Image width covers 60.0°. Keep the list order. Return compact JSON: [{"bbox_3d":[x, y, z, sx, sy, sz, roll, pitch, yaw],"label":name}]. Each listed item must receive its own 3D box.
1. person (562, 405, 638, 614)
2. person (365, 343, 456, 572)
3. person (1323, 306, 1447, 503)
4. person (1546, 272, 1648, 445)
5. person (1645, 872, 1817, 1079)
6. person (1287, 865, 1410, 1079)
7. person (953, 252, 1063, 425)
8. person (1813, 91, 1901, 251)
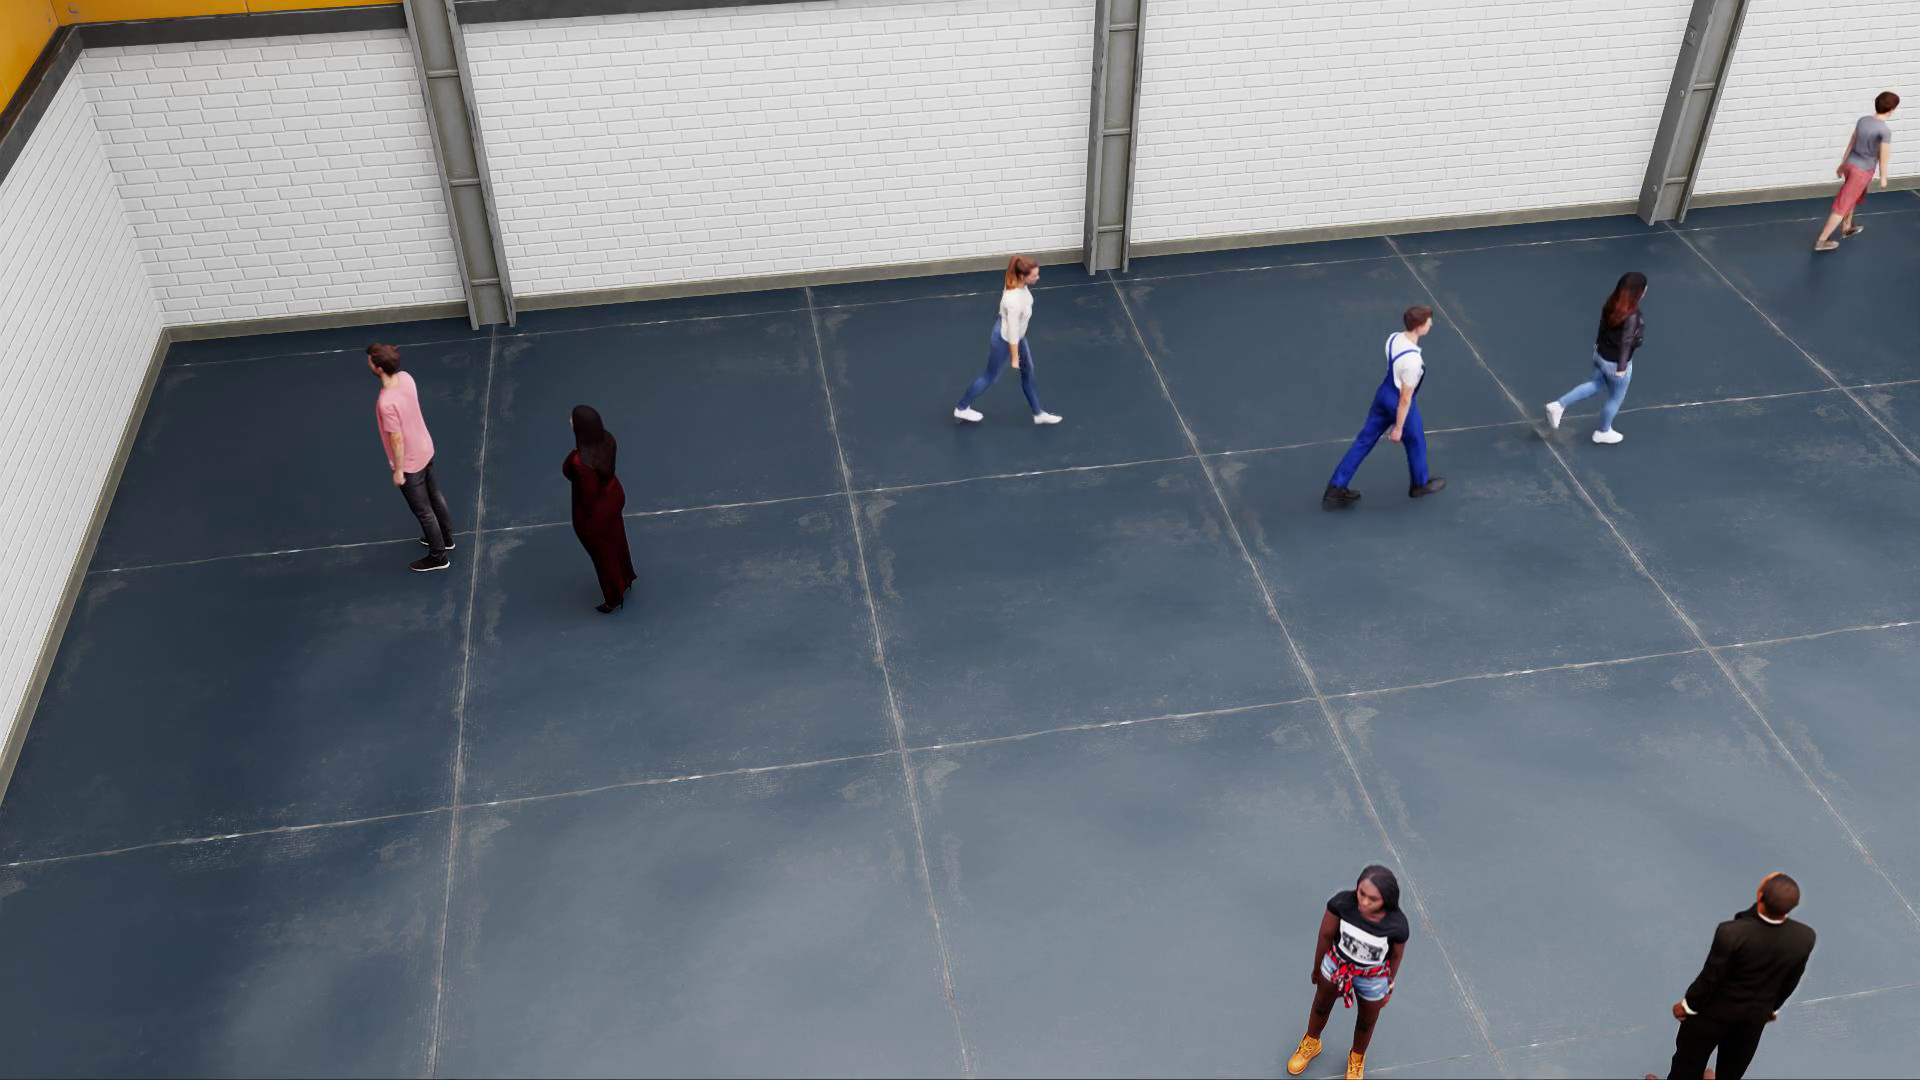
[{"bbox_3d":[-2.626,-0.244,12.149,0.714,1.758,0.741,5,39,7],"label":"person"},{"bbox_3d":[-4.104,-0.628,12.470,0.637,1.958,0.686,2,39,3],"label":"person"},{"bbox_3d":[3.322,-1.009,13.075,1.285,1.798,0.696,-8,39,-10],"label":"person"},{"bbox_3d":[5.357,-1.495,13.831,0.949,1.615,0.705,-1,39,-2],"label":"person"},{"bbox_3d":[4.041,2.421,8.695,0.631,1.904,0.802,1,39,1],"label":"person"},{"bbox_3d":[2.123,2.338,8.941,0.709,1.727,0.786,17,42,20],"label":"person"},{"bbox_3d":[0.317,-1.655,13.990,1.258,1.666,0.955,7,39,8],"label":"person"},{"bbox_3d":[8.829,-3.622,16.484,0.892,1.628,0.605,-8,39,-10],"label":"person"}]
